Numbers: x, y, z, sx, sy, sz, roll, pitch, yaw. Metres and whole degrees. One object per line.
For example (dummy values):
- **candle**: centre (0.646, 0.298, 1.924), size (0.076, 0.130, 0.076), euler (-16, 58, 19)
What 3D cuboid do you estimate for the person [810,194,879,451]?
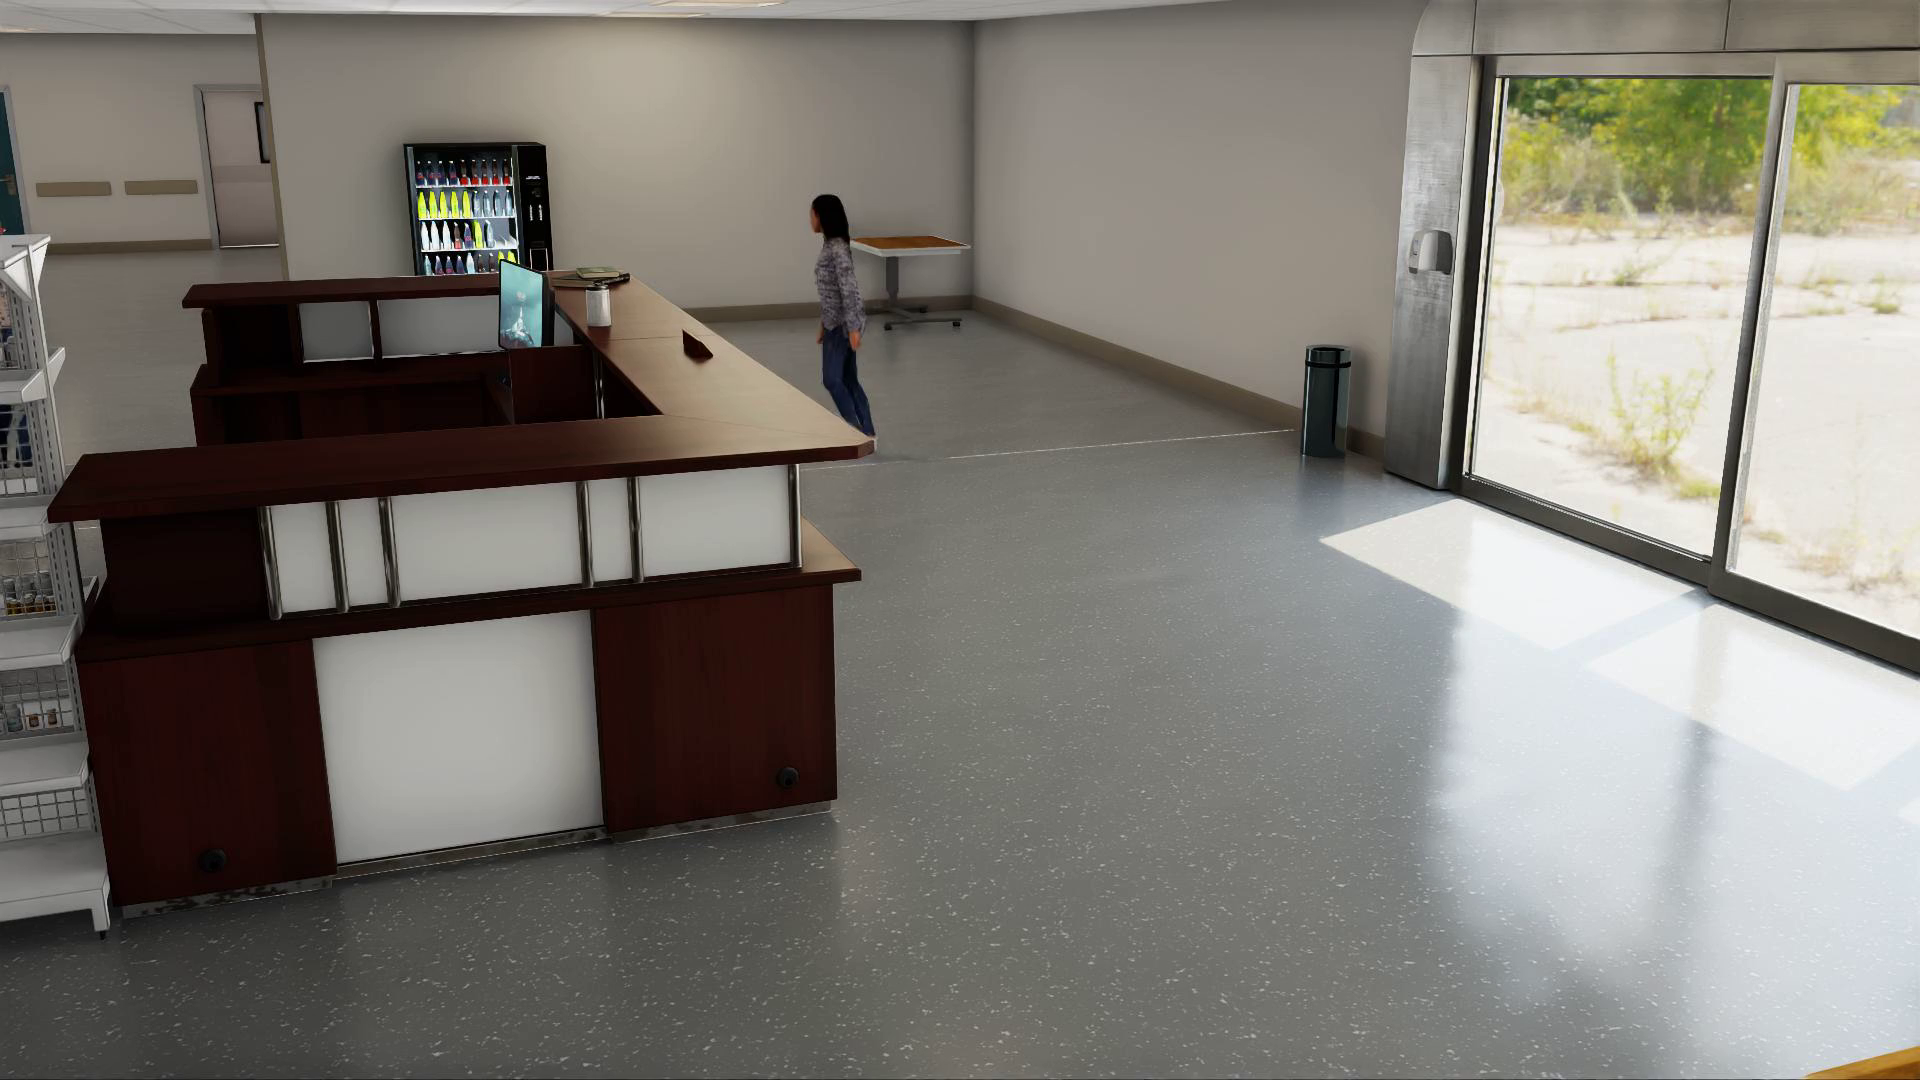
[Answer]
- **person**: centre (-0.721, -1.398, 10.993), size (0.731, 1.692, 0.737), euler (-5, 16, -17)

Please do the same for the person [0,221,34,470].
- **person**: centre (-5.778, -1.088, 9.843), size (0.673, 1.718, 0.670), euler (-10, 18, -31)
